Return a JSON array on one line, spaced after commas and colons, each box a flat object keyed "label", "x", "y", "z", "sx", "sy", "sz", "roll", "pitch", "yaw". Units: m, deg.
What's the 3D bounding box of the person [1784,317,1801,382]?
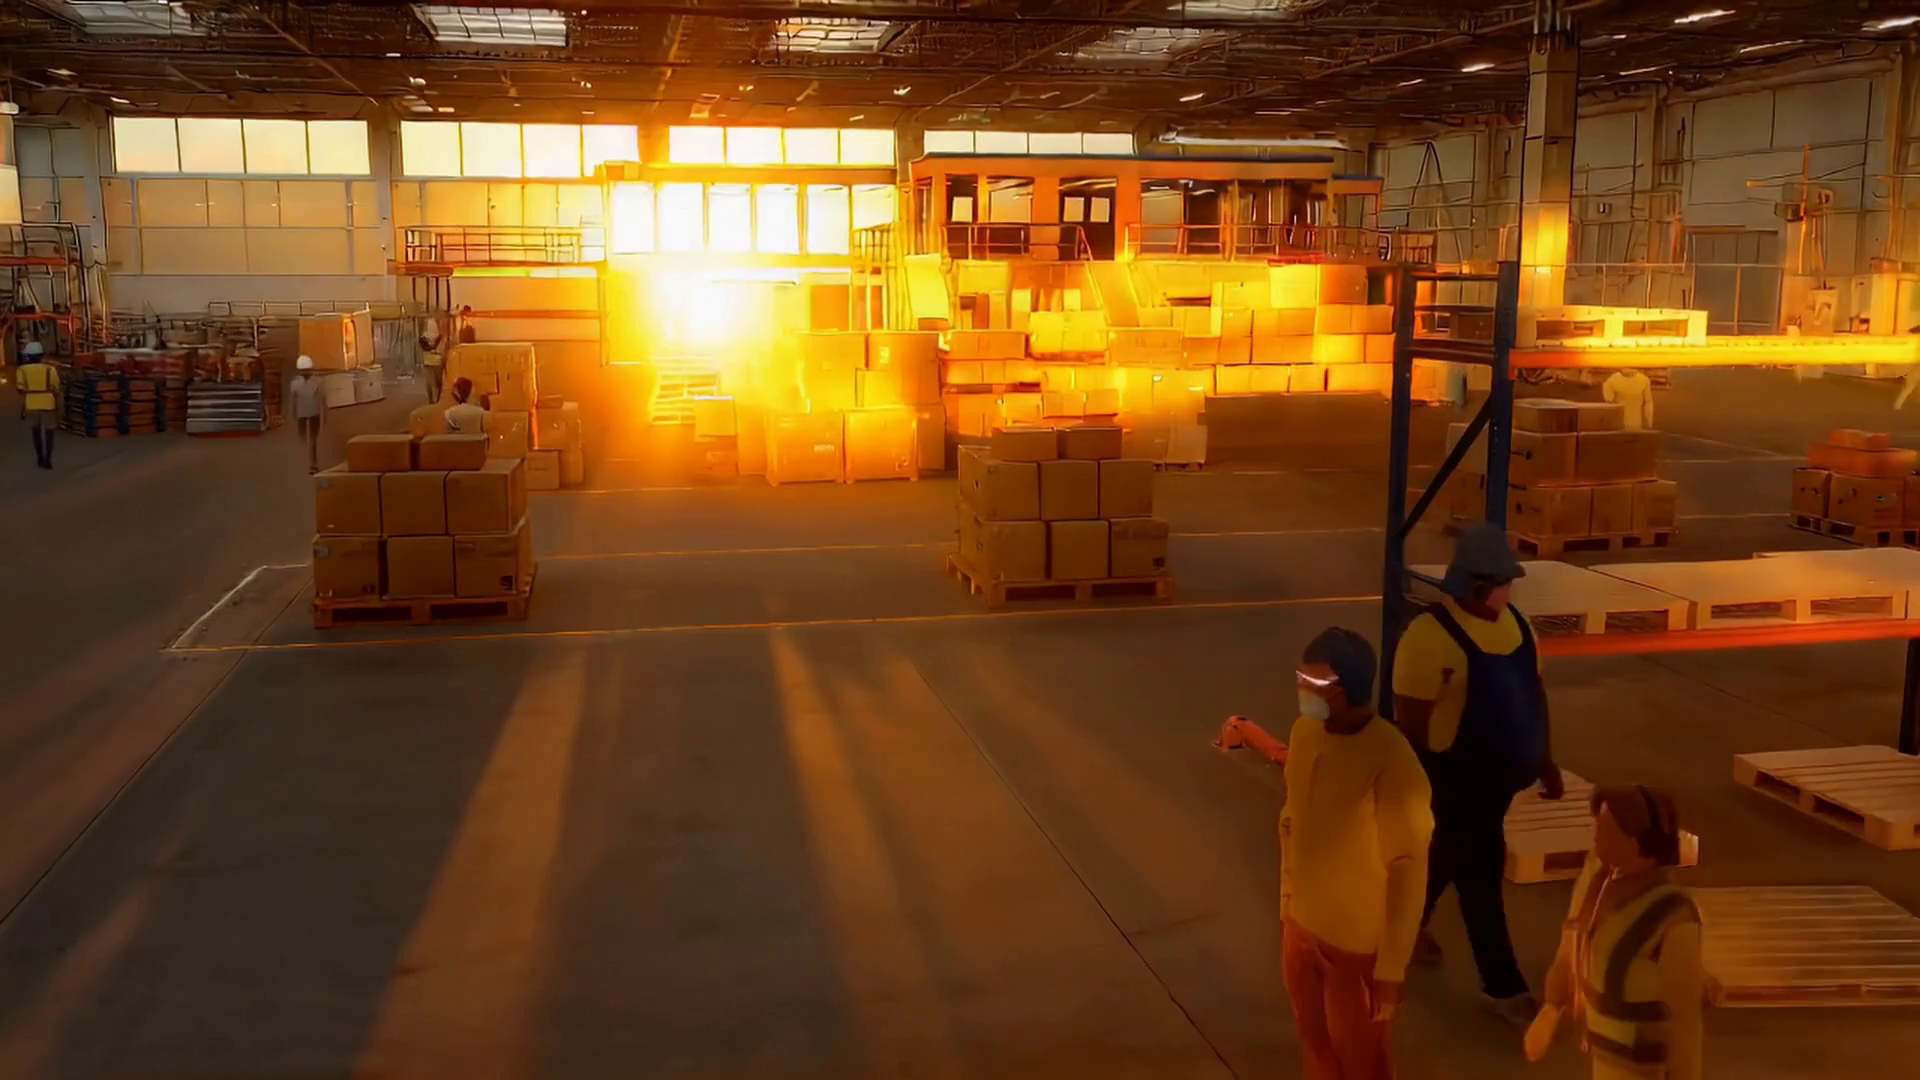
[{"label": "person", "x": 21.706, "y": -4.946, "z": 43.311, "sx": 0.551, "sy": 1.708, "sz": 0.548, "roll": -3, "pitch": 10, "yaw": -19}]

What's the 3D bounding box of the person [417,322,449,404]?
[{"label": "person", "x": -11.079, "y": -3.662, "z": 35.047, "sx": 0.602, "sy": 1.877, "sz": 0.772, "roll": -2, "pitch": 9, "yaw": -11}]

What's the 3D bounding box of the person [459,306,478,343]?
[{"label": "person", "x": -14.803, "y": -6.124, "z": 50.106, "sx": 0.514, "sy": 1.842, "sz": 0.328, "roll": 0, "pitch": 9, "yaw": -2}]

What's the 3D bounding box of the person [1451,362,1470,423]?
[{"label": "person", "x": 8.053, "y": -2.295, "z": 26.703, "sx": 0.327, "sy": 1.865, "sz": 0.514, "roll": 0, "pitch": 9, "yaw": 2}]

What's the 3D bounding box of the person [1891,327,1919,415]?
[{"label": "person", "x": 19.447, "y": -3.453, "z": 33.964, "sx": 0.932, "sy": 1.807, "sz": 0.624, "roll": -2, "pitch": 10, "yaw": -12}]

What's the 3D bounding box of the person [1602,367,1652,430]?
[{"label": "person", "x": 8.778, "y": -1.547, "z": 22.009, "sx": 0.629, "sy": 1.917, "sz": 0.883, "roll": 0, "pitch": 9, "yaw": -2}]

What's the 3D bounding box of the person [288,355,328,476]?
[{"label": "person", "x": -9.463, "y": -1.824, "z": 24.212, "sx": 0.534, "sy": 1.749, "sz": 0.669, "roll": -1, "pitch": 9, "yaw": -9}]

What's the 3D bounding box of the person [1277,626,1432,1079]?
[{"label": "person", "x": 1.172, "y": 1.210, "z": 5.113, "sx": 0.355, "sy": 1.936, "sz": 0.635, "roll": -3, "pitch": 10, "yaw": -20}]

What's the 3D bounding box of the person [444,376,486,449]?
[{"label": "person", "x": -5.183, "y": -0.779, "z": 17.446, "sx": 0.313, "sy": 1.869, "sz": 0.528, "roll": 6, "pitch": 11, "yaw": 34}]

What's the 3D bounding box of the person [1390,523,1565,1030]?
[{"label": "person", "x": 2.107, "y": 0.870, "z": 6.876, "sx": 0.685, "sy": 2.000, "sz": 1.008, "roll": -7, "pitch": 11, "yaw": -35}]

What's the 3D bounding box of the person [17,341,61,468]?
[{"label": "person", "x": -13.699, "y": -1.998, "z": 24.755, "sx": 0.549, "sy": 1.921, "sz": 0.671, "roll": -4, "pitch": 10, "yaw": -21}]

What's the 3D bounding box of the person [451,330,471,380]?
[{"label": "person", "x": -8.543, "y": -2.699, "z": 29.002, "sx": 0.620, "sy": 1.923, "sz": 0.983, "roll": 0, "pitch": 9, "yaw": -2}]

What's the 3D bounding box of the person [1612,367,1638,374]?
[{"label": "person", "x": 12.996, "y": -3.262, "z": 32.545, "sx": 0.565, "sy": 1.889, "sz": 0.986, "roll": 8, "pitch": 12, "yaw": 40}]

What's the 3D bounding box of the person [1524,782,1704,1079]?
[{"label": "person", "x": 1.772, "y": 1.450, "z": 4.619, "sx": 0.605, "sy": 1.618, "sz": 0.525, "roll": 0, "pitch": 9, "yaw": 0}]
